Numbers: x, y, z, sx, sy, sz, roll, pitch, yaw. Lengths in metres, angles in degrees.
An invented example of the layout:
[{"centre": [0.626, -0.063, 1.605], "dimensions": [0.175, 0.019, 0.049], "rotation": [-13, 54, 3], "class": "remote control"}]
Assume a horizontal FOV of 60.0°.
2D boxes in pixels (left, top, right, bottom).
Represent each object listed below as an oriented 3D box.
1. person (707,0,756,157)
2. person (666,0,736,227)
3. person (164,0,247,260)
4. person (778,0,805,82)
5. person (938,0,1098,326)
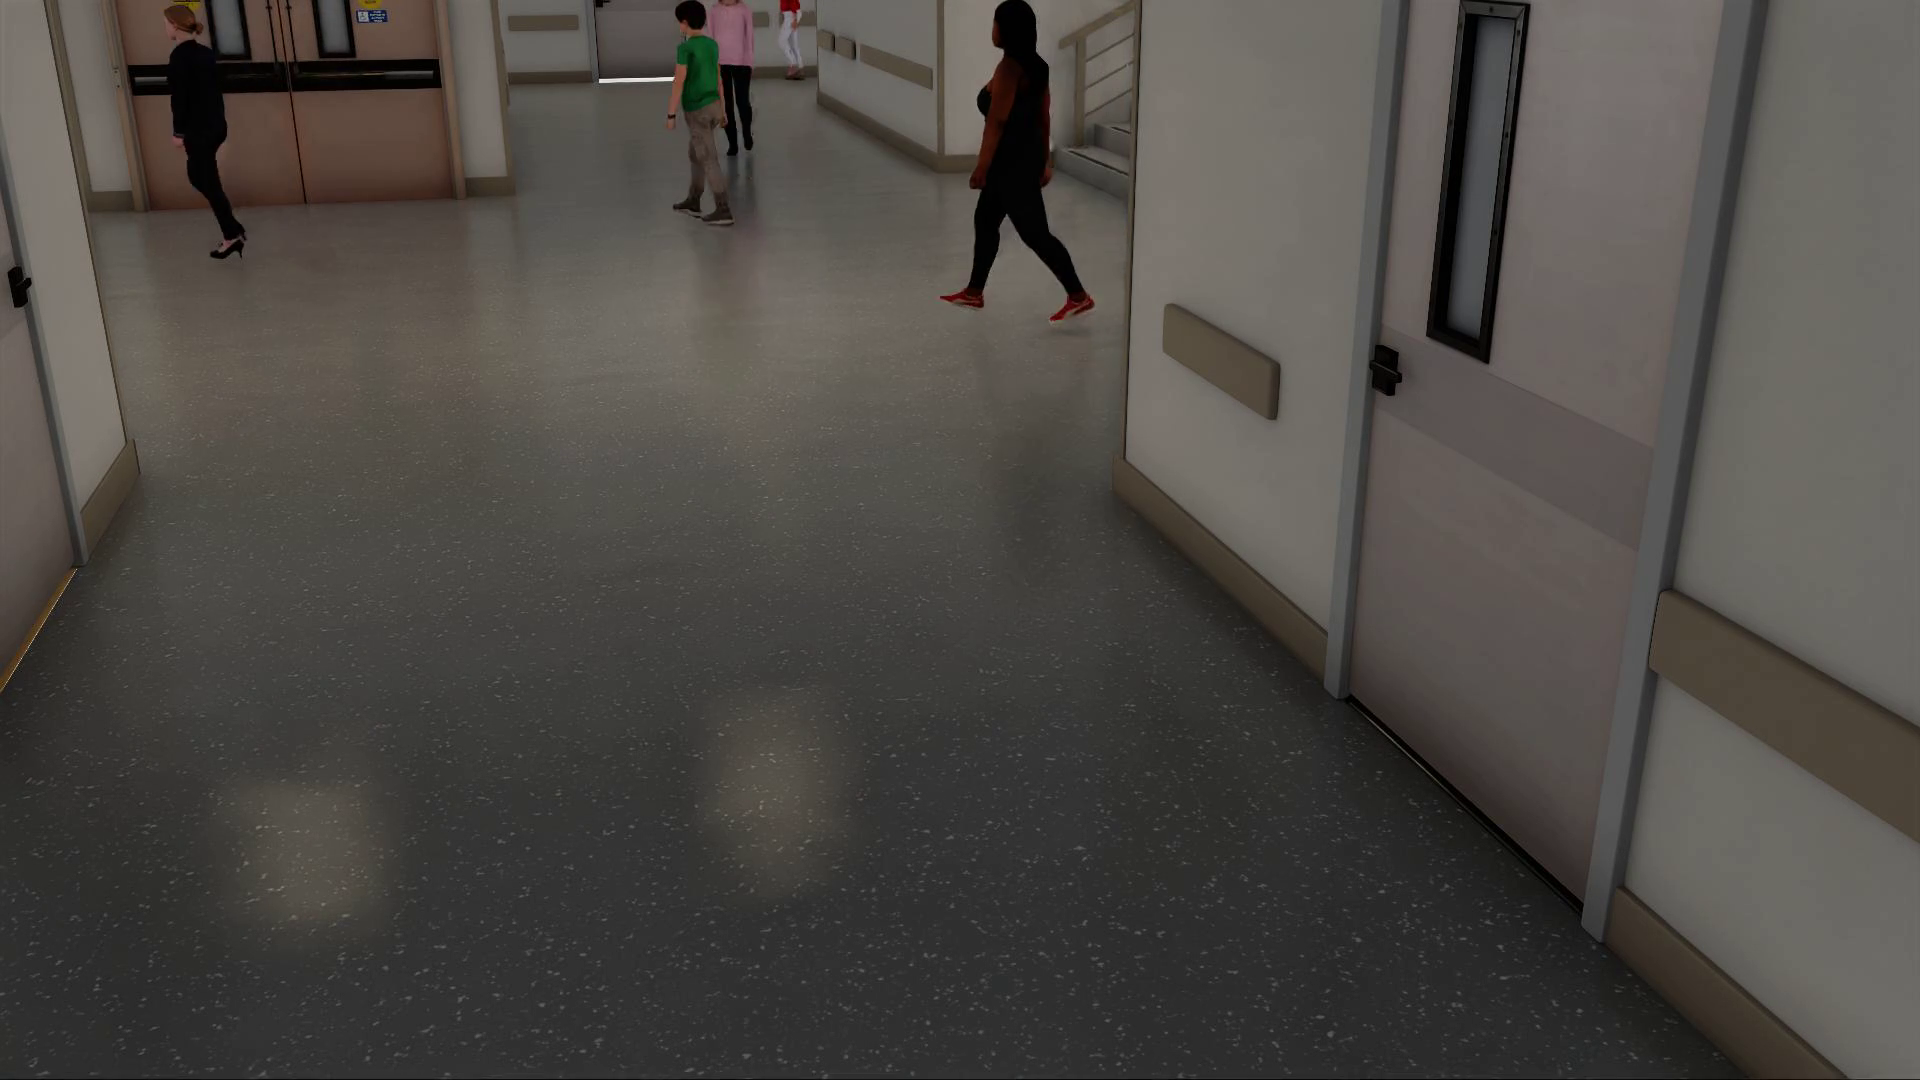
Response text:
[{"centre": [-2.208, -4.607, 16.171], "dimensions": [0.674, 1.679, 0.748], "rotation": [1, 21, 2], "class": "person"}, {"centre": [-1.858, -3.183, 12.472], "dimensions": [0.997, 1.636, 0.934], "rotation": [11, 23, 27], "class": "person"}, {"centre": [-5.008, -2.722, 11.199], "dimensions": [0.643, 1.674, 0.676], "rotation": [0, 21, -1], "class": "person"}, {"centre": [-2.266, -7.267, 23.187], "dimensions": [0.588, 1.683, 0.556], "rotation": [-6, 22, -15], "class": "person"}, {"centre": [0.399, -2.059, 9.324], "dimensions": [1.311, 1.763, 1.139], "rotation": [8, 22, 20], "class": "person"}]
